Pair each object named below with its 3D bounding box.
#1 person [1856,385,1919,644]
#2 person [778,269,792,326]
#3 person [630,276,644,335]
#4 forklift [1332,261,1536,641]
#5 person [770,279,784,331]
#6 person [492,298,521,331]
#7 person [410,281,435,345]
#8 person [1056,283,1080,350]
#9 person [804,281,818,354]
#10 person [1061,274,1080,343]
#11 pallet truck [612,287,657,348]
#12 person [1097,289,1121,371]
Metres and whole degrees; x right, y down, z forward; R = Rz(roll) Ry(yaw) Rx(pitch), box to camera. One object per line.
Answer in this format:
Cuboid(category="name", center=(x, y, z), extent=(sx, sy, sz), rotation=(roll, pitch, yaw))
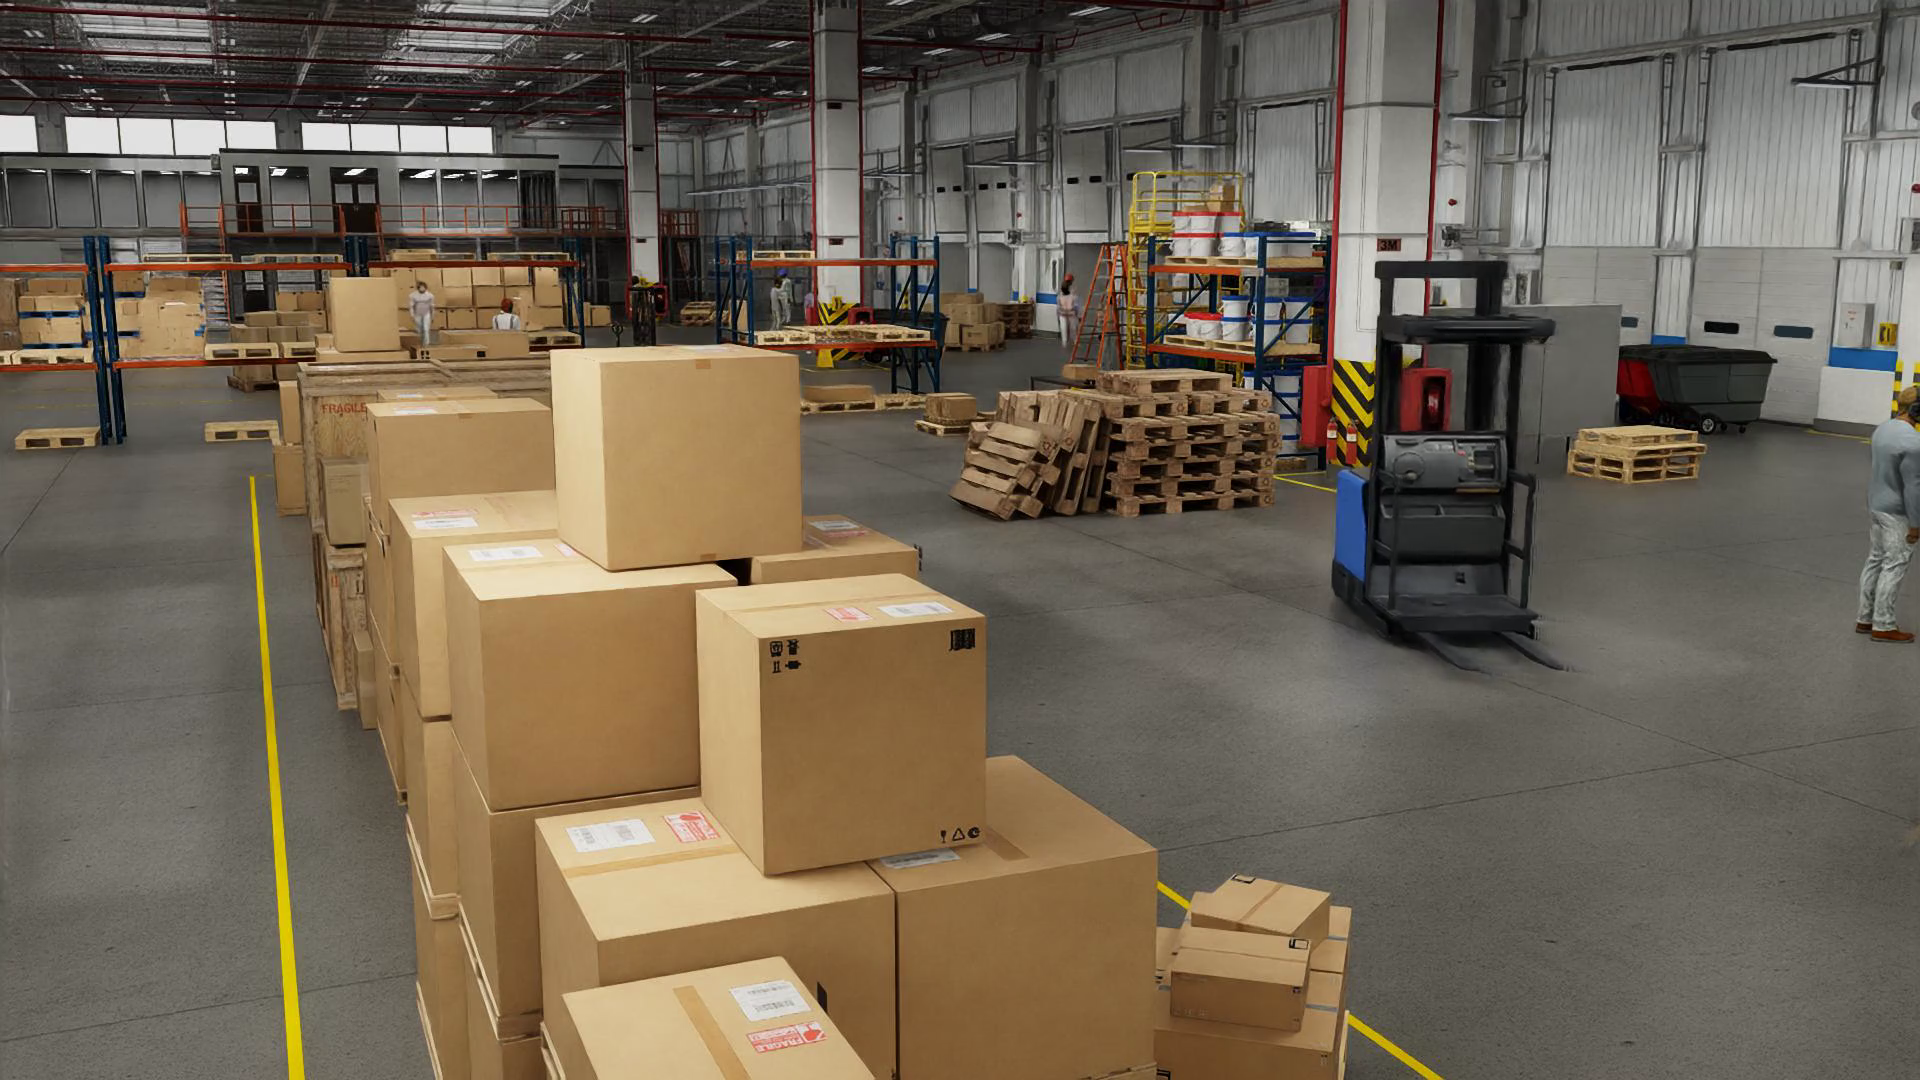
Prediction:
Cuboid(category="person", center=(6.964, -0.190, 12.371), extent=(0.380, 1.929, 0.634), rotation=(0, 10, 3))
Cuboid(category="person", center=(-6.049, -8.365, 57.367), extent=(0.403, 1.943, 0.607), rotation=(-9, 14, -40))
Cuboid(category="person", center=(-10.082, -7.311, 51.863), extent=(0.429, 1.838, 0.621), rotation=(1, 10, 5))
Cuboid(category="forklift", center=(3.675, -0.777, 12.967), extent=(1.129, 2.768, 1.873), rotation=(0, 10, -1))
Cuboid(category="person", center=(-5.402, -6.721, 48.677), extent=(0.348, 1.828, 0.671), rotation=(-6, 12, -31))
Cuboid(category="person", center=(-8.439, -3.574, 31.122), extent=(0.573, 1.887, 0.353), rotation=(3, 11, 14))
Cuboid(category="person", center=(-14.197, -5.905, 43.967), extent=(0.629, 1.902, 0.934), rotation=(-2, 11, -13))
Cuboid(category="person", center=(2.943, -6.080, 45.202), extent=(0.664, 1.803, 0.790), rotation=(2, 10, 10))
Cuboid(category="person", center=(-3.760, -5.781, 43.211), extent=(0.588, 1.915, 0.405), rotation=(-4, 11, -20))
Cuboid(category="person", center=(3.165, -6.671, 47.937), extent=(0.619, 1.987, 0.404), rotation=(6, 12, 32))
Cuboid(category="pallet truck", center=(-6.464, -4.406, 35.401), extent=(0.823, 1.965, 1.885), rotation=(6, 12, 32))
Cuboid(category="person", center=(3.288, -4.580, 36.565), extent=(0.589, 1.923, 0.383), rotation=(-6, 12, -28))
